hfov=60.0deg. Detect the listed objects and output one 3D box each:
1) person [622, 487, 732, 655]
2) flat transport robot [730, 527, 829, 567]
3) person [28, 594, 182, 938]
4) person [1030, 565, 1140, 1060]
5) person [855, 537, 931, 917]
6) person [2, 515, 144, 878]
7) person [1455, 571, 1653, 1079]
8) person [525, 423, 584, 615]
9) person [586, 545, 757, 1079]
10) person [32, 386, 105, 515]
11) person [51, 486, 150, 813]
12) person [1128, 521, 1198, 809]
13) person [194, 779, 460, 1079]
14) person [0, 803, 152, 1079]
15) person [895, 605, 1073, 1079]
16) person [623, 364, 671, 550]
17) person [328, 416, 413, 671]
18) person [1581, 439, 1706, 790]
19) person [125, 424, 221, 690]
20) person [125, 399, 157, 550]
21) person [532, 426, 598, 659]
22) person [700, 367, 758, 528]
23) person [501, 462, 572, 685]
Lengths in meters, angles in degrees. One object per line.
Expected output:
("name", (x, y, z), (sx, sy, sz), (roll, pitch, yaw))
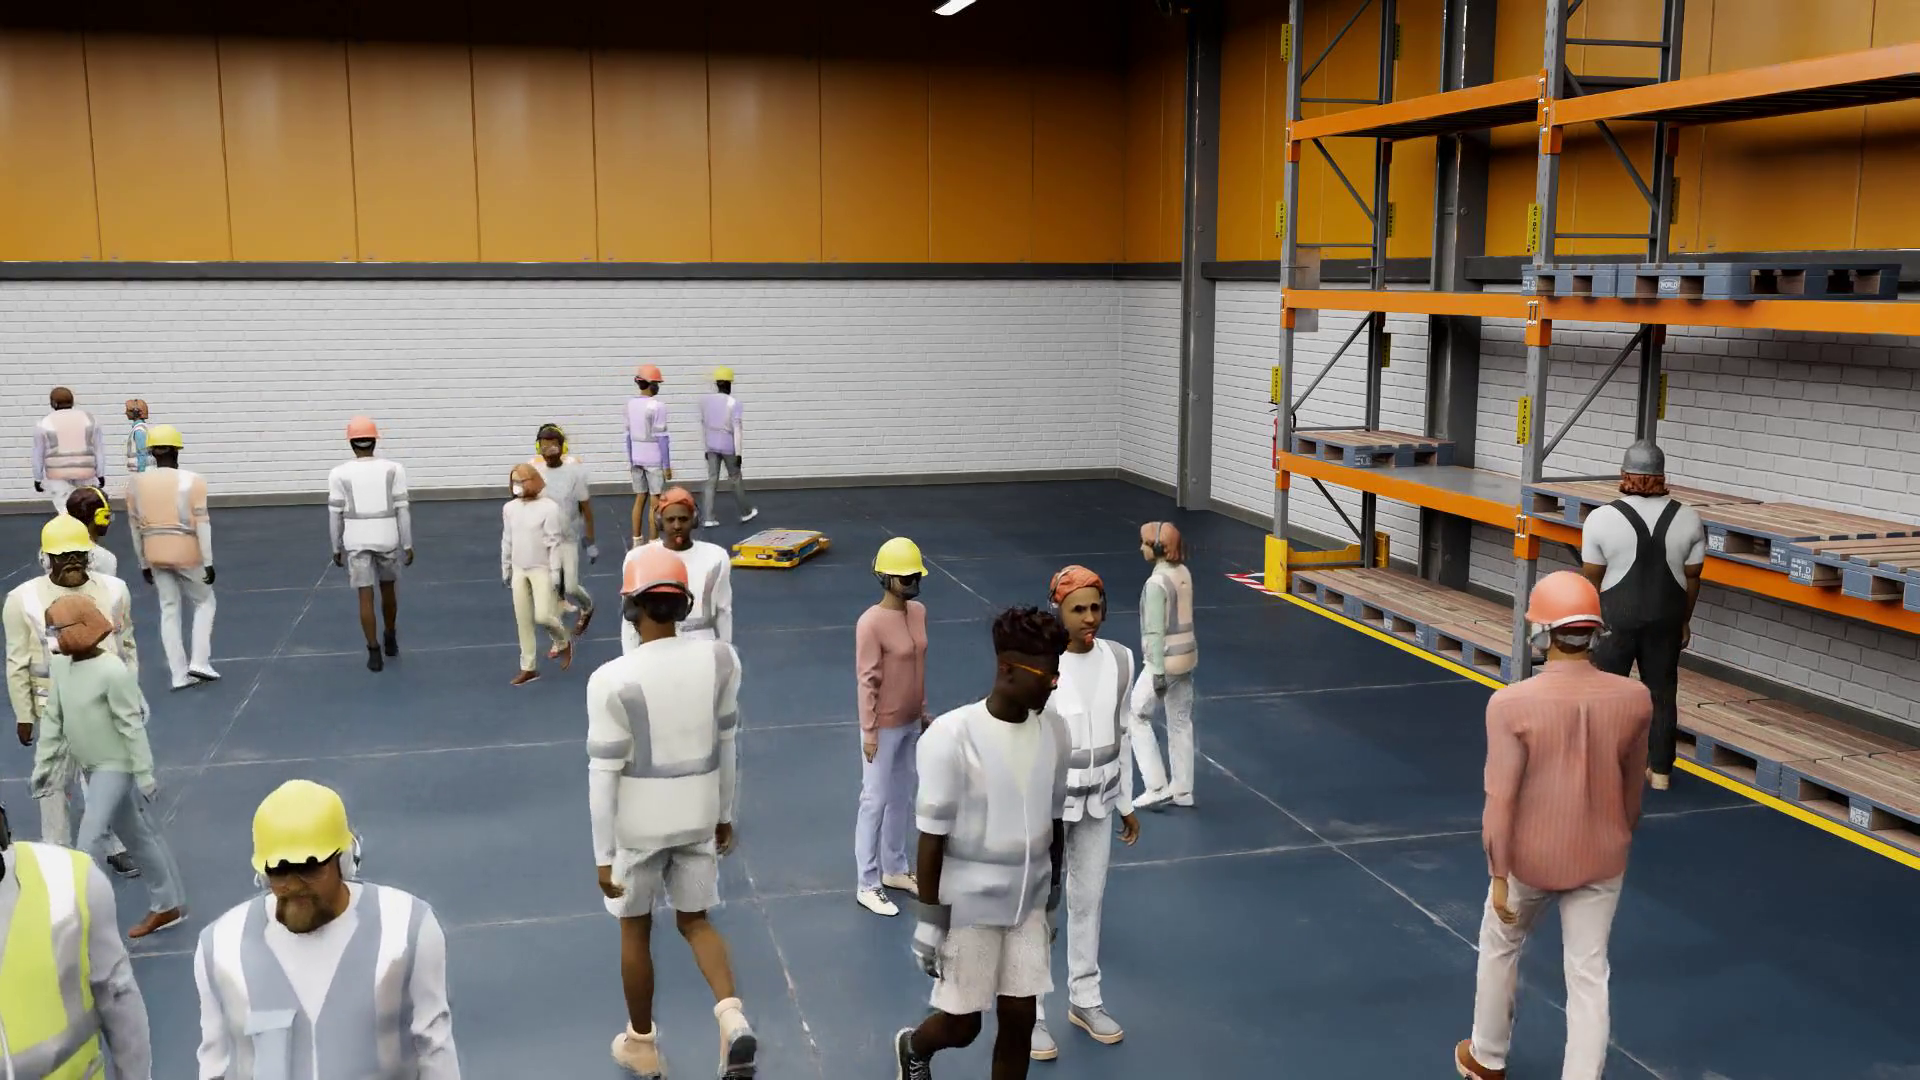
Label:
("person", (-1.481, 0.661, 8.751), (0.581, 1.863, 0.430), (-2, 9, -11))
("flat transport robot", (-1.882, 0.069, 17.398), (0.652, 0.197, 1.431), (2, 9, 11))
("person", (-3.813, 1.036, 7.246), (0.509, 1.592, 0.851), (7, 11, 35))
("person", (0.426, 1.030, 6.386), (0.572, 1.883, 0.354), (-4, 10, -26))
("person", (-0.289, 0.859, 7.815), (0.326, 1.767, 0.533), (5, 11, 30))
("person", (-4.280, 0.782, 8.087), (0.404, 1.831, 0.601), (8, 12, 41))
("person", (2.077, 1.073, 5.867), (0.623, 1.962, 0.841), (0, 9, -1))
("person", (-3.581, -0.185, 14.679), (0.551, 1.659, 0.592), (1, 9, 3))
("person", (-1.025, 1.030, 5.982), (0.612, 2.016, 0.719), (-6, 11, -35))
("person", (-9.175, -0.664, 17.119), (0.655, 1.829, 0.494), (-7, 12, -39))
("person", (-4.697, 0.623, 9.060), (0.505, 1.846, 0.405), (4, 10, 21))
("person", (1.123, 0.700, 9.239), (0.444, 1.622, 0.528), (5, 11, 31))
("person", (-1.540, 1.435, 4.098), (0.600, 1.806, 0.772), (-2, 9, -15))
("person", (-2.423, 1.418, 4.194), (0.672, 1.811, 0.652), (-7, 11, -36))
("person", (0.060, 1.151, 5.456), (0.646, 1.939, 0.688), (-6, 11, -33))
("person", (-3.271, -0.841, 17.583), (0.607, 2.037, 0.395), (7, 12, 39))
("person", (-4.523, 0.002, 12.740), (0.572, 1.897, 0.903), (-4, 10, -25))
("person", (3.897, 0.429, 9.644), (0.676, 2.000, 0.536), (1, 9, 5))
("person", (-5.638, 0.126, 11.951), (0.614, 1.898, 0.485), (0, 9, 0))
("person", (-8.849, -0.710, 17.999), (0.307, 1.641, 0.513), (-4, 10, -25))
("person", (-3.099, -0.016, 13.120), (0.527, 1.832, 0.702), (1, 9, 5))
("person", (-2.780, -1.107, 19.732), (0.605, 1.879, 0.905), (4, 10, 22))
("person", (-3.107, 0.234, 12.138), (0.524, 1.620, 0.464), (4, 10, 23))
